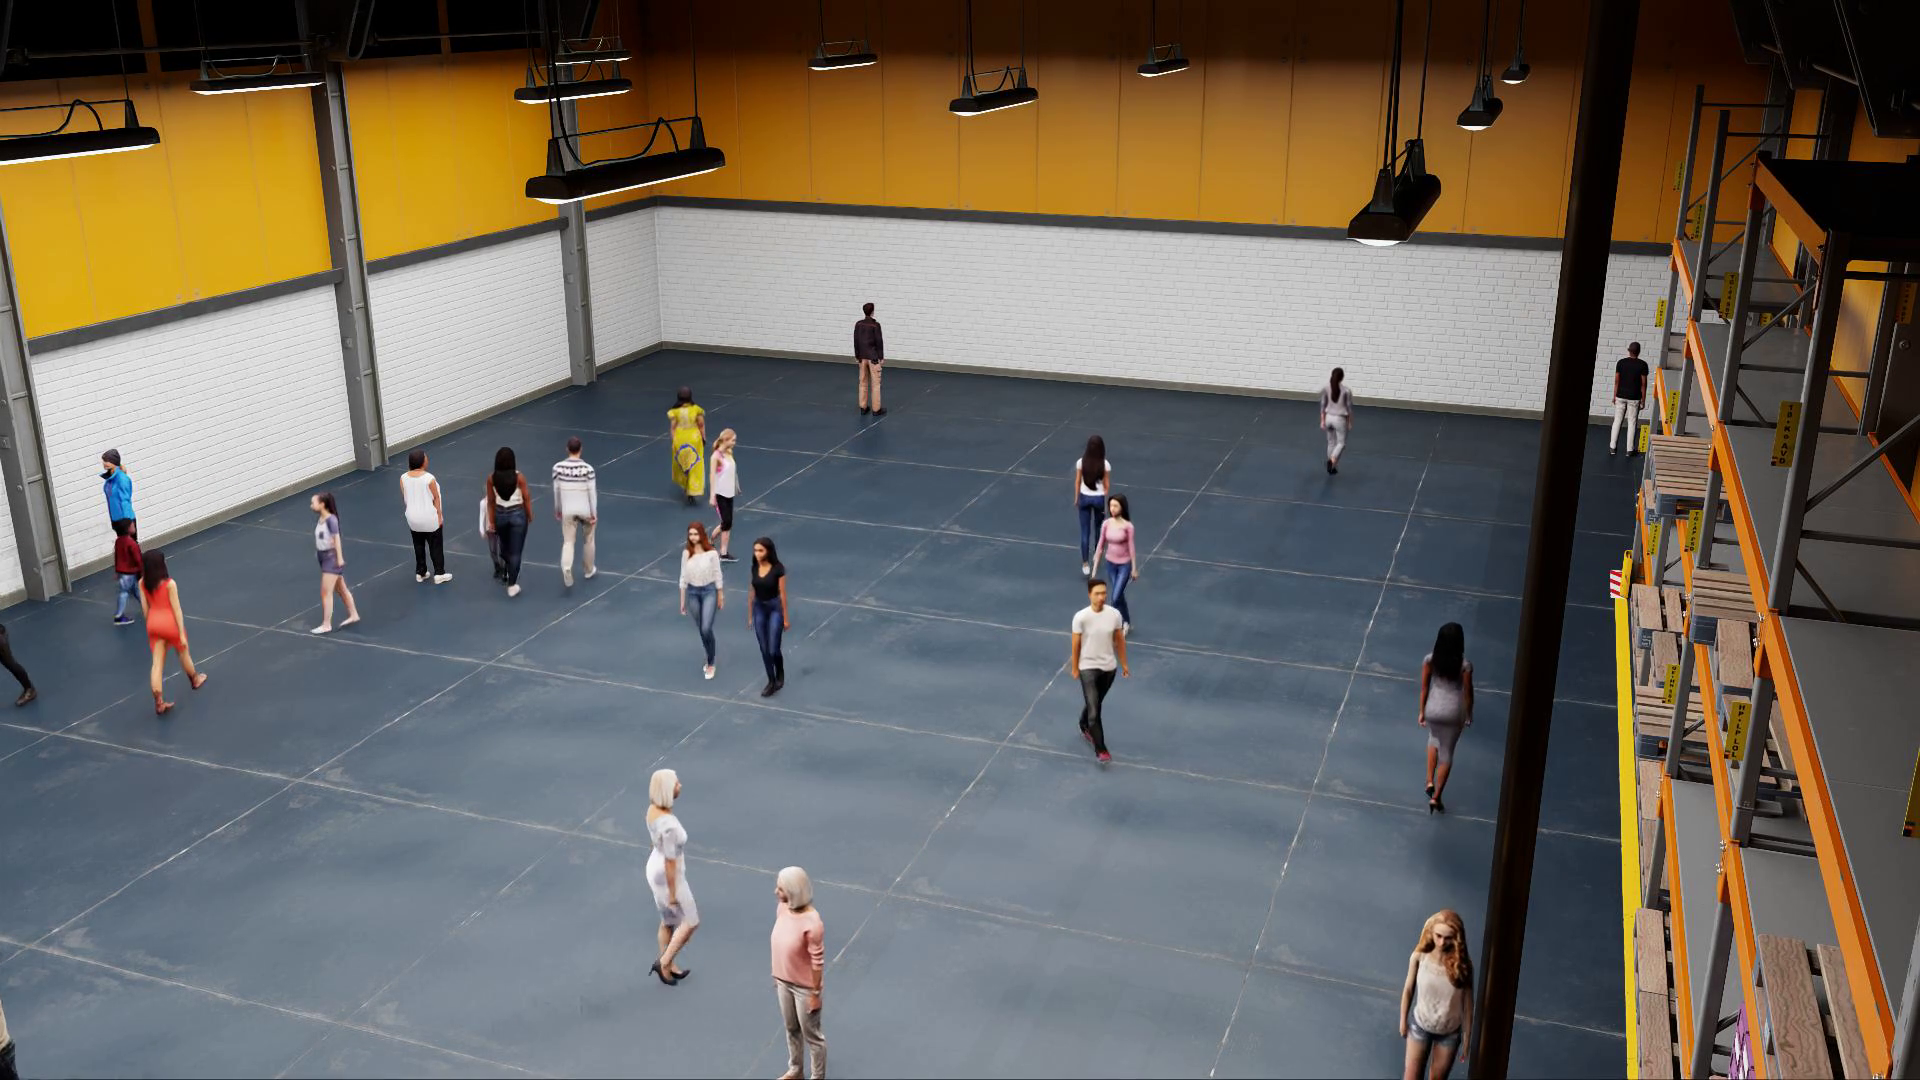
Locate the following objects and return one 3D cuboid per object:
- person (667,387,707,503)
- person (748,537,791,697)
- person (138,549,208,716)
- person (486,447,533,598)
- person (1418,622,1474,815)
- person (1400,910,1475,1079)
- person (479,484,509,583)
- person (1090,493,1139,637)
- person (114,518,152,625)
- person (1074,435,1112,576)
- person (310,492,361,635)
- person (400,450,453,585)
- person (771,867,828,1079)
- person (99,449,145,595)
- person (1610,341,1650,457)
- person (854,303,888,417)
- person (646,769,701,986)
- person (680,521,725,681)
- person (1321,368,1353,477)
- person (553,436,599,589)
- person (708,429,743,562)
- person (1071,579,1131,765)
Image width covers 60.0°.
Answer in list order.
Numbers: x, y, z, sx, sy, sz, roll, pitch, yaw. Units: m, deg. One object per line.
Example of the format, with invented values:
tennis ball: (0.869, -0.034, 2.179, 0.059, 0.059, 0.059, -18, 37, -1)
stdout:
person: (-3.868, -1.321, 23.661, 1.069, 1.600, 1.354, -1, 19, -4)
person: (-1.942, 0.770, 17.257, 0.567, 1.724, 0.592, 7, 20, 19)
person: (-8.074, 0.958, 16.794, 0.823, 1.664, 1.179, 1, 19, 4)
person: (-5.436, -0.189, 20.025, 0.793, 1.776, 1.114, 2, 19, 6)
person: (4.263, 1.606, 14.711, 0.665, 1.765, 0.729, 12, 22, 31)
person: (2.992, 3.045, 10.463, 0.608, 1.748, 0.679, 5, 19, 15)
person: (-5.767, -0.140, 20.682, 0.690, 1.263, 0.810, -3, 19, -9)
person: (1.825, 0.295, 18.688, 0.827, 1.711, 1.132, 13, 23, 35)
person: (-9.662, 0.383, 19.193, 0.662, 1.223, 0.895, 14, 23, 35)
person: (1.628, -0.405, 20.728, 0.760, 1.735, 1.181, 3, 19, 10)
person: (-7.094, 0.231, 19.009, 0.947, 1.627, 0.846, -13, 23, -34)
person: (-6.594, -0.304, 20.503, 0.654, 1.688, 0.593, 6, 19, 17)
person: (-1.049, 2.895, 10.949, 0.670, 1.724, 0.676, -17, 25, -41)
person: (-10.116, -0.238, 20.135, 0.675, 1.797, 0.658, 17, 25, 41)
person: (10.454, -2.216, 25.999, 0.718, 1.804, 0.695, 13, 23, 34)
person: (-1.551, -3.104, 28.448, 0.714, 1.924, 0.598, 8, 20, 23)
person: (-2.200, 2.490, 12.124, 0.762, 1.741, 0.707, -11, 22, -30)
person: (-2.723, 0.587, 17.824, 0.596, 1.710, 0.746, 5, 19, 14)
person: (5.570, -1.717, 24.737, 0.743, 1.663, 0.894, 12, 22, 31)
person: (-4.706, -0.327, 20.352, 0.897, 1.828, 1.101, 0, 19, 1)
person: (-3.094, -0.566, 21.166, 0.716, 1.762, 0.652, 7, 20, 21)
person: (1.290, 1.200, 15.928, 1.100, 1.758, 1.212, -6, 20, -19)
